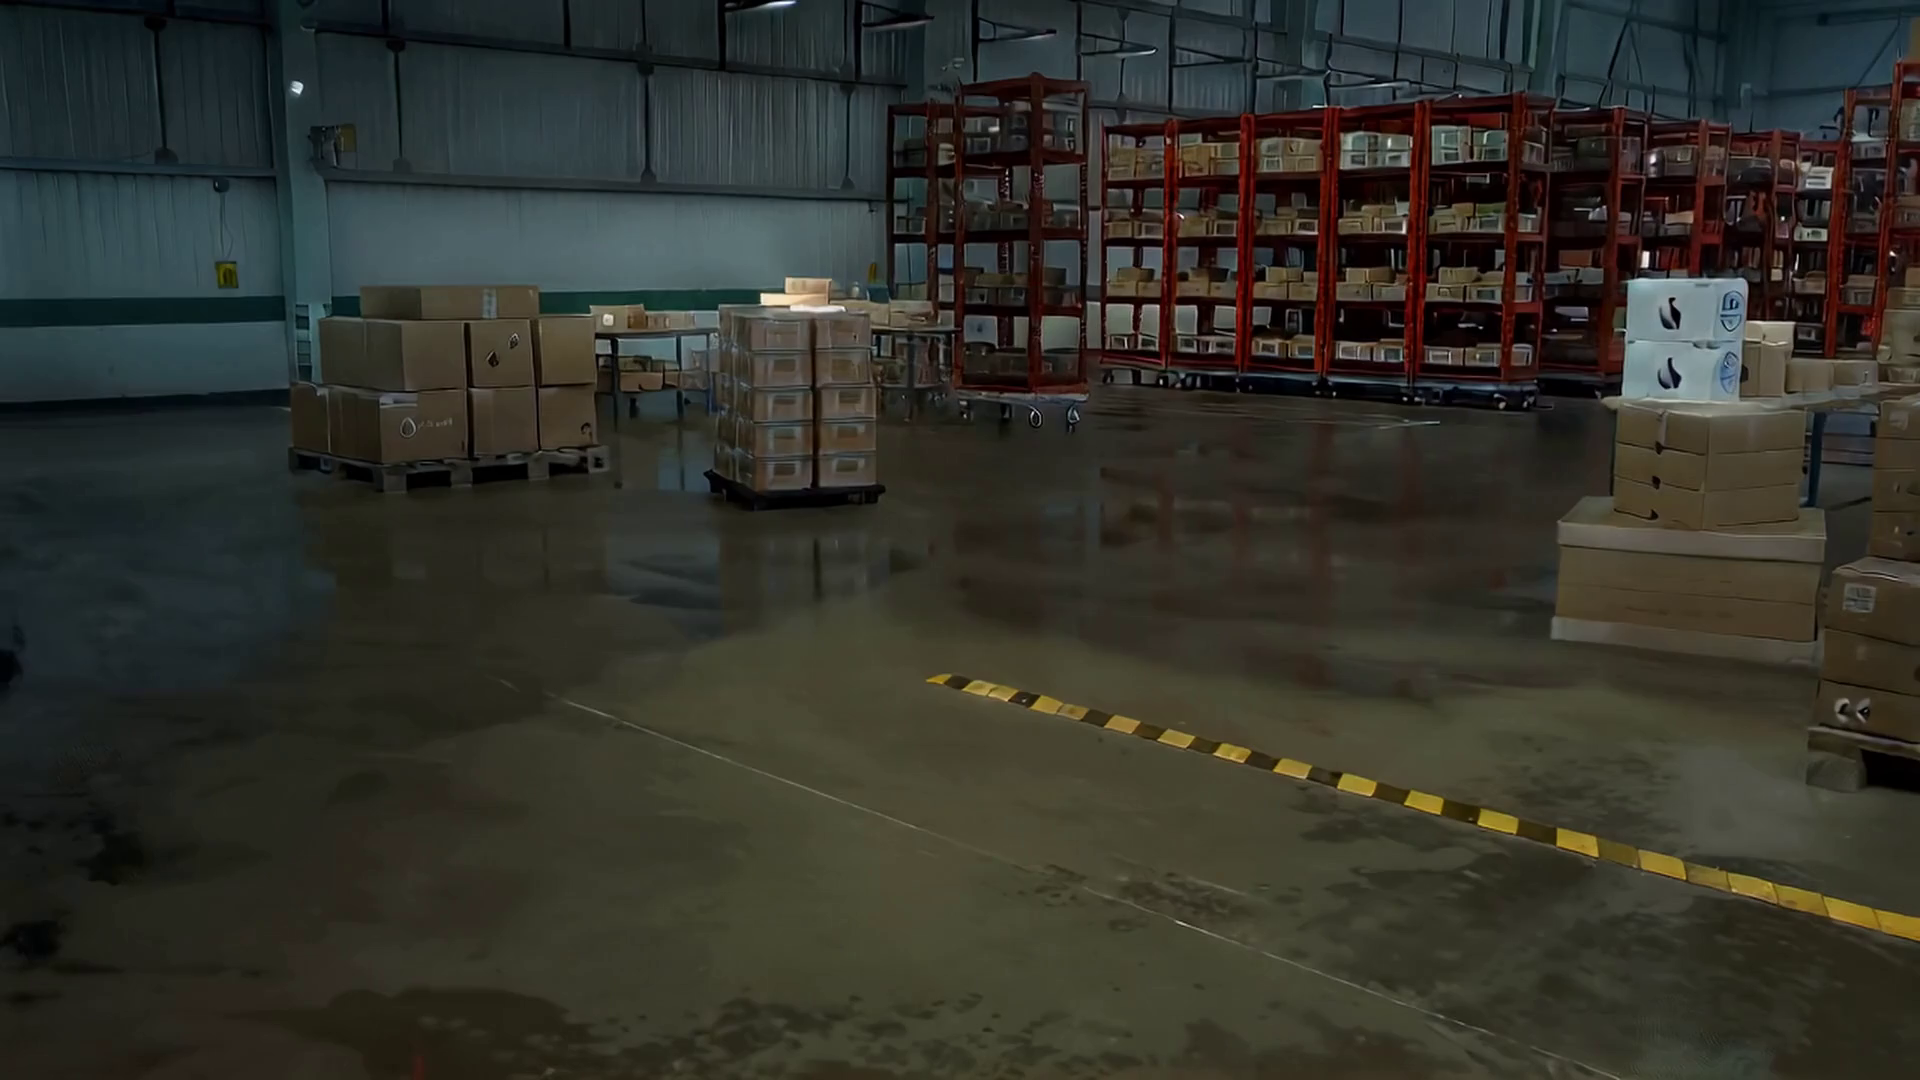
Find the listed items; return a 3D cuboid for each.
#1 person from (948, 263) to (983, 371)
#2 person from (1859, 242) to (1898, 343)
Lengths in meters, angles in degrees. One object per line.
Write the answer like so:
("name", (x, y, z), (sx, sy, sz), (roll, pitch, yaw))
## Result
("person", (0.059, -3.198, 24.363), (0.898, 1.712, 0.583), (-9, 13, -42))
("person", (13.263, -3.306, 24.056), (0.610, 2.036, 0.420), (-6, 11, -34))
